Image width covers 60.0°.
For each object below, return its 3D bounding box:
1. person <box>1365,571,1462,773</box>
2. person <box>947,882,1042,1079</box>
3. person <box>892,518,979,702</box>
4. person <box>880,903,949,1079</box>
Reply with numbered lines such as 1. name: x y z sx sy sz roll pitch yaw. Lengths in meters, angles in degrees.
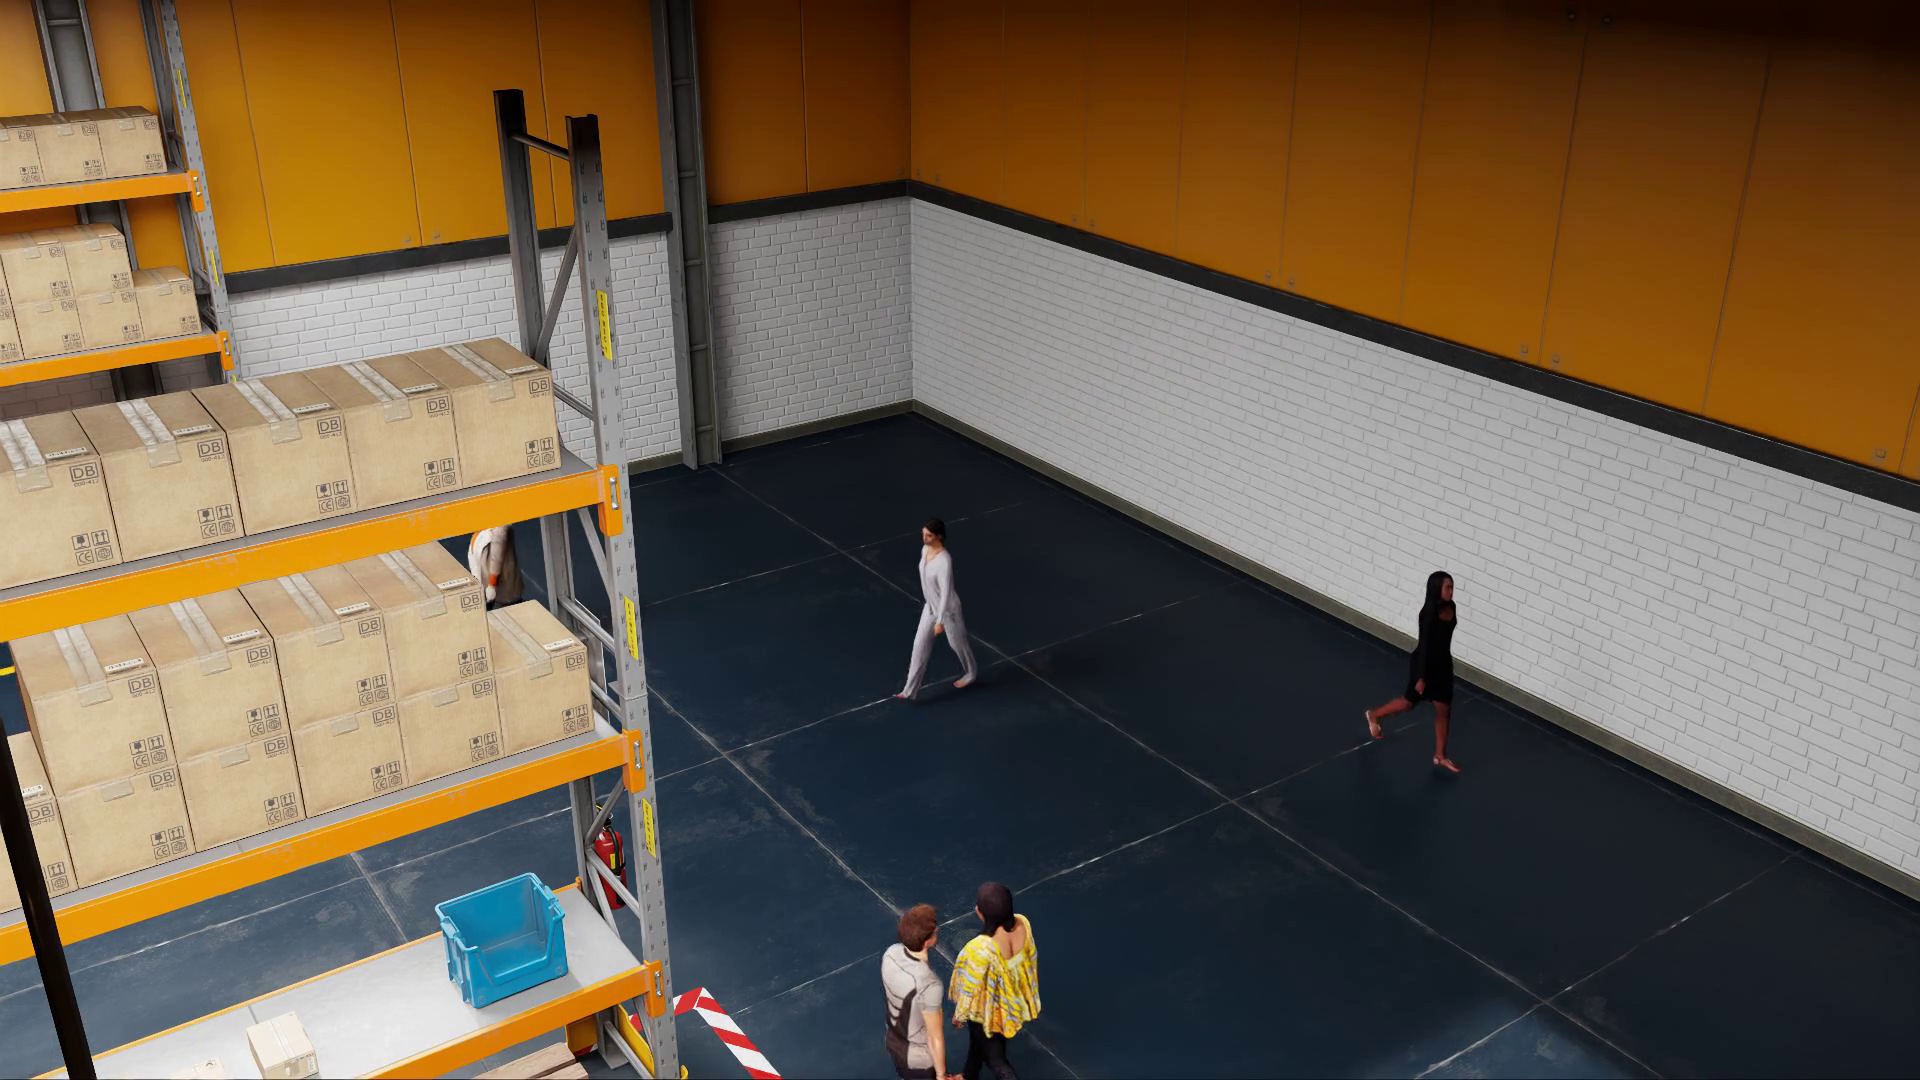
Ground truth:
1. person: 3.771 1.035 13.630 1.105 1.693 0.791 -20 31 -38
2. person: 0.256 2.777 9.736 1.003 1.621 1.073 14 27 30
3. person: -0.085 0.604 14.591 1.107 1.715 0.594 -16 28 -32
4. person: -0.323 2.860 9.227 0.818 1.877 0.669 -17 29 -34
